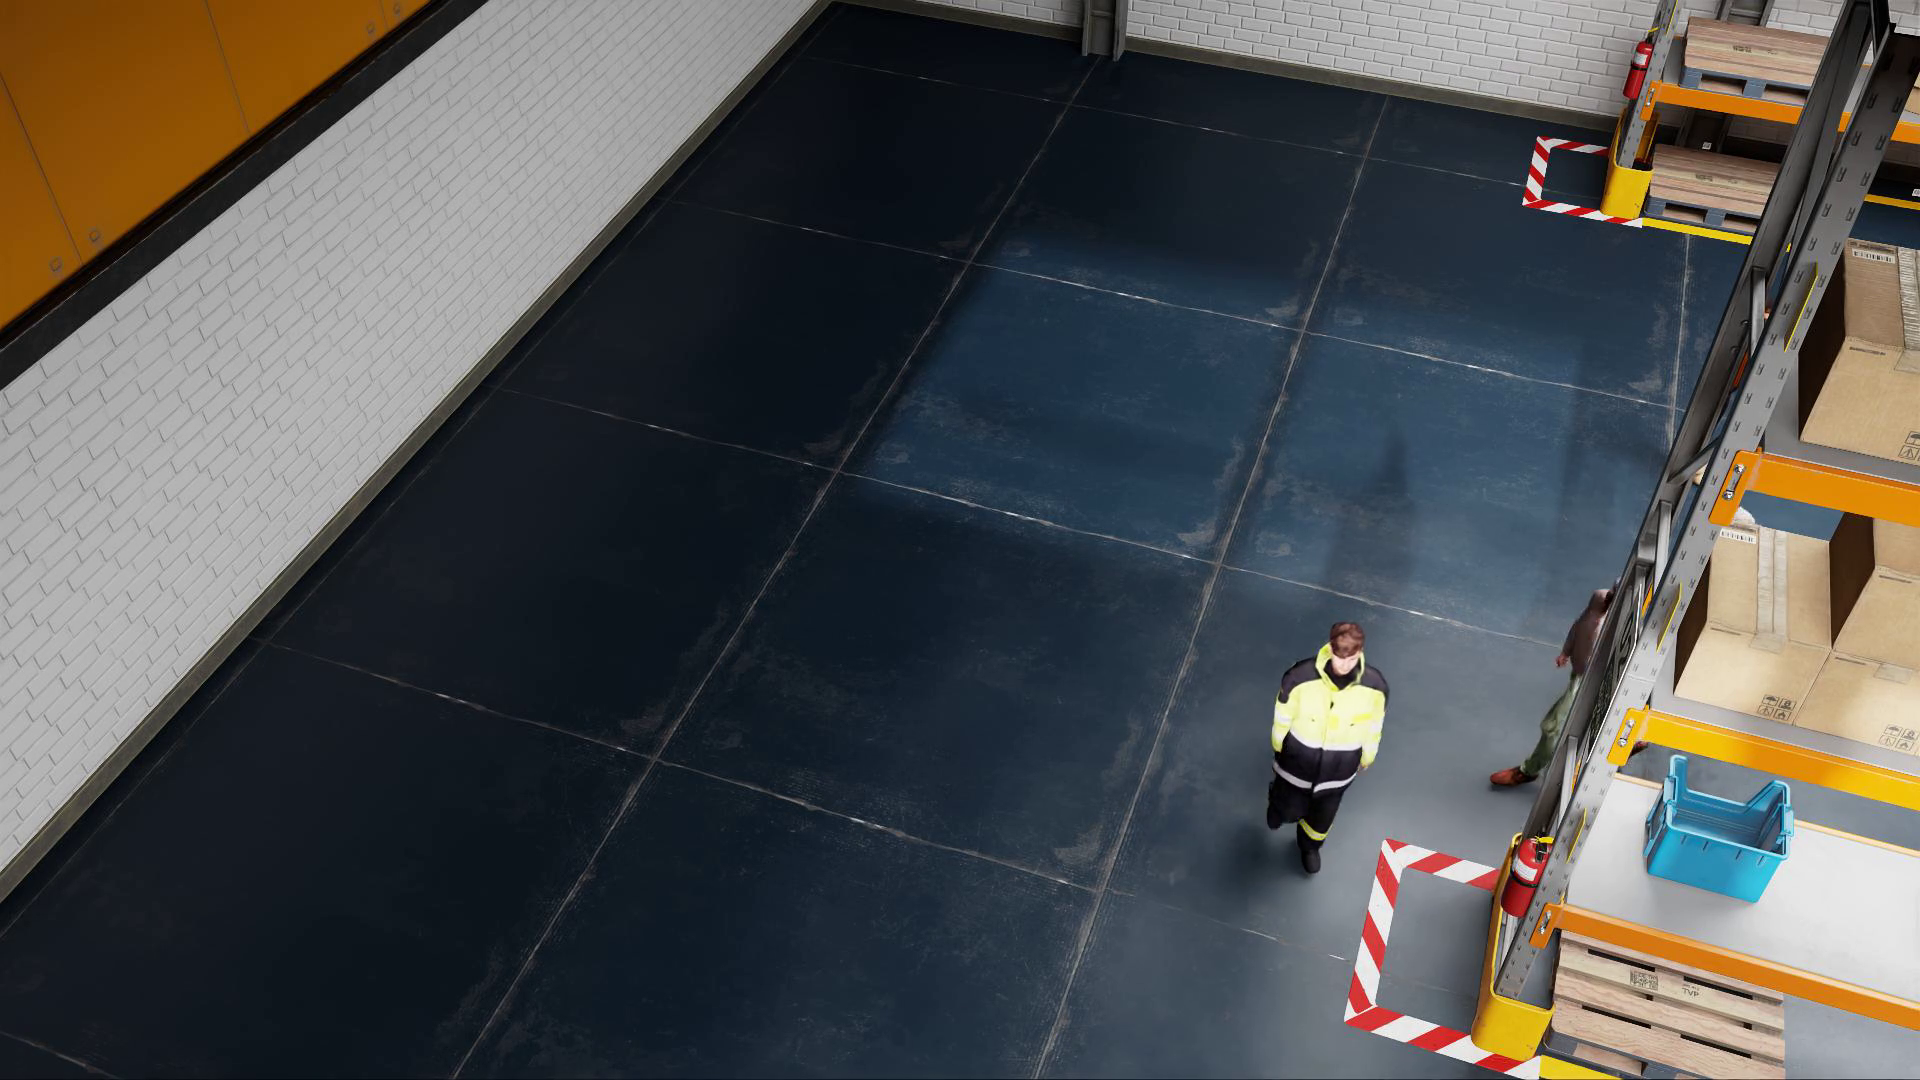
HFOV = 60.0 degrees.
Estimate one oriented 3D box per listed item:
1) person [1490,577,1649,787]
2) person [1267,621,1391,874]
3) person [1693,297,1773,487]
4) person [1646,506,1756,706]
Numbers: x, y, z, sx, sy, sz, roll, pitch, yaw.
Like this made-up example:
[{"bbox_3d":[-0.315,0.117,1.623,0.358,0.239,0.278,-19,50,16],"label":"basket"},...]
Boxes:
[{"bbox_3d":[3.883,0.841,9.999,1.301,1.836,0.975,0,44,0],"label":"person"},{"bbox_3d":[2.092,1.122,9.610,0.867,1.964,0.958,0,44,0],"label":"person"},{"bbox_3d":[5.556,-1.129,12.193,0.651,1.662,0.583,17,46,17],"label":"person"},{"bbox_3d":[4.654,0.537,10.401,0.969,1.721,1.037,-19,47,-19],"label":"person"}]
